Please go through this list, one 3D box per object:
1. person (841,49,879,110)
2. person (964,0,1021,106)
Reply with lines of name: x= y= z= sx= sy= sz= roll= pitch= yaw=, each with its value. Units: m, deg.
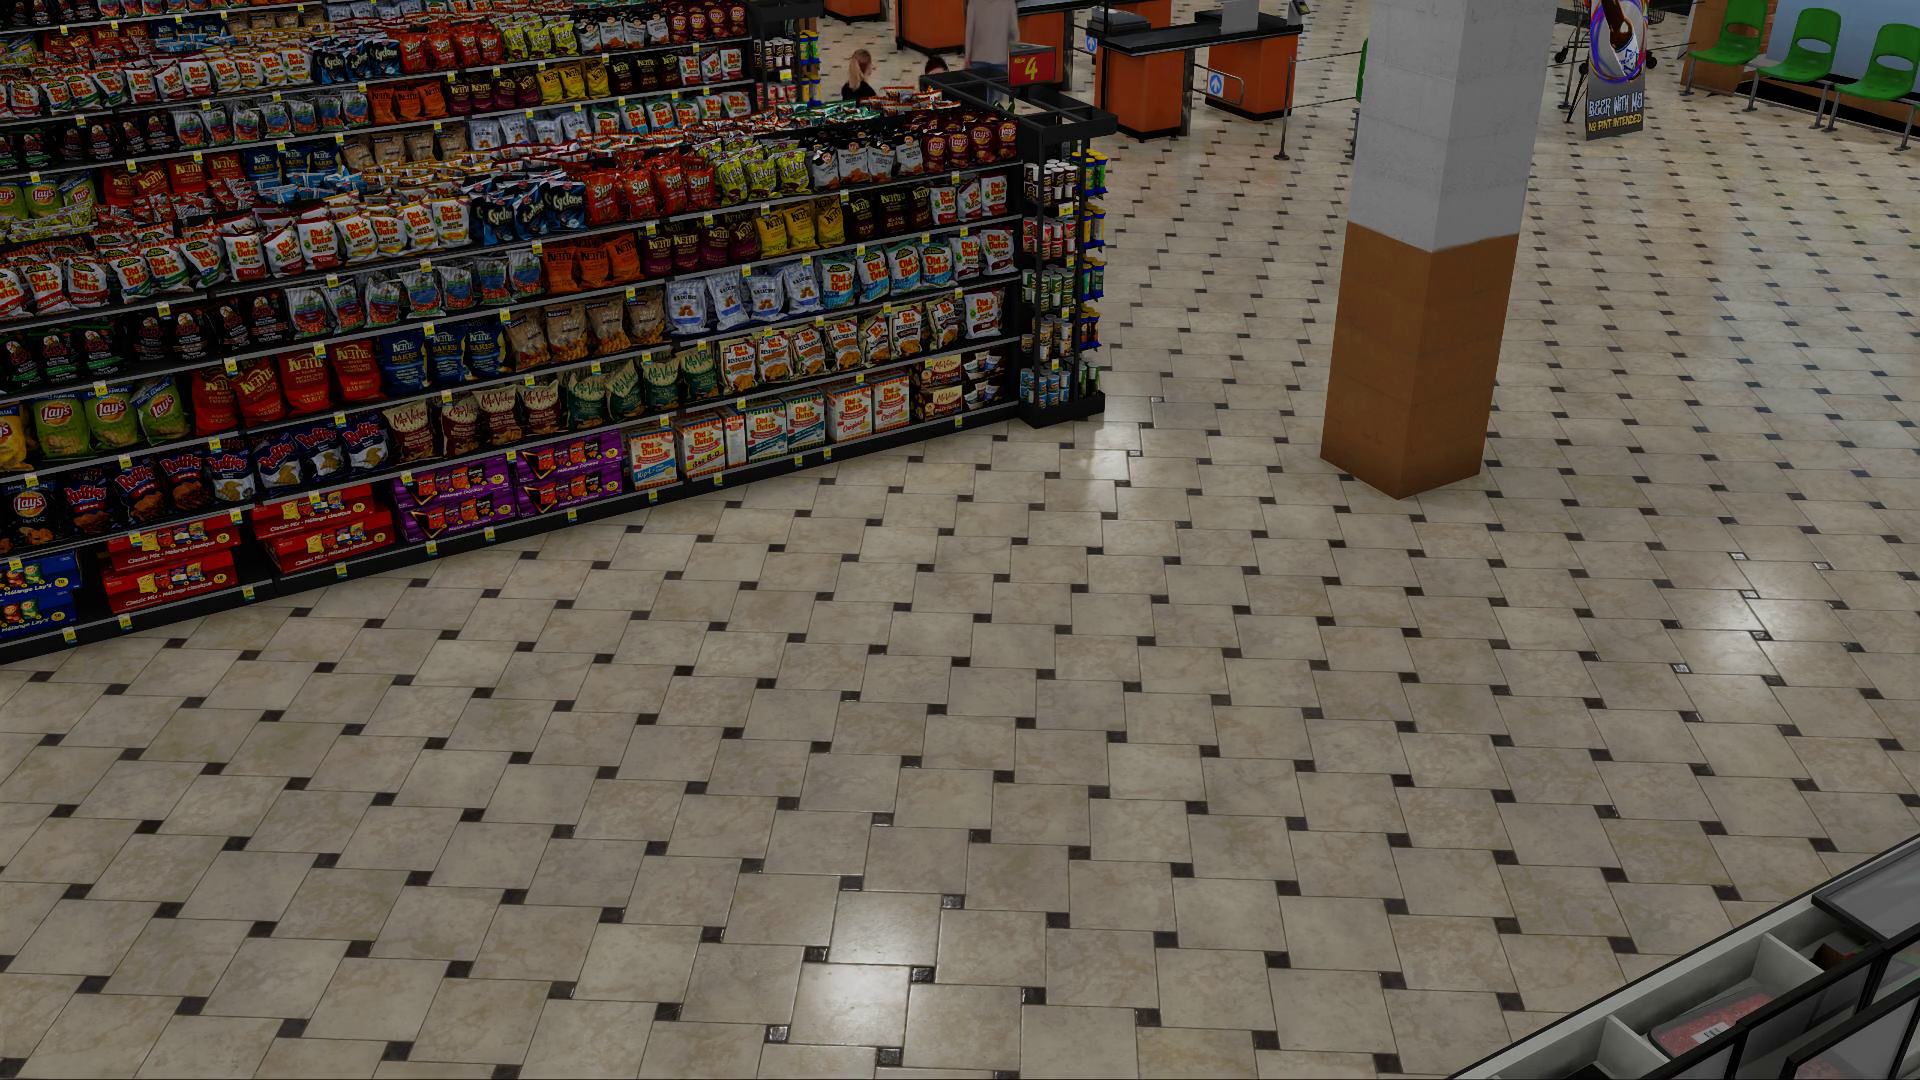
person: x=-0.881 y=-3.085 z=13.531 sx=0.846 sy=1.651 sz=1.172 roll=23 pitch=36 yaw=36
person: x=0.289 y=-4.651 z=16.164 sx=1.035 sy=1.876 sz=0.980 roll=-3 pitch=29 yaw=-6
